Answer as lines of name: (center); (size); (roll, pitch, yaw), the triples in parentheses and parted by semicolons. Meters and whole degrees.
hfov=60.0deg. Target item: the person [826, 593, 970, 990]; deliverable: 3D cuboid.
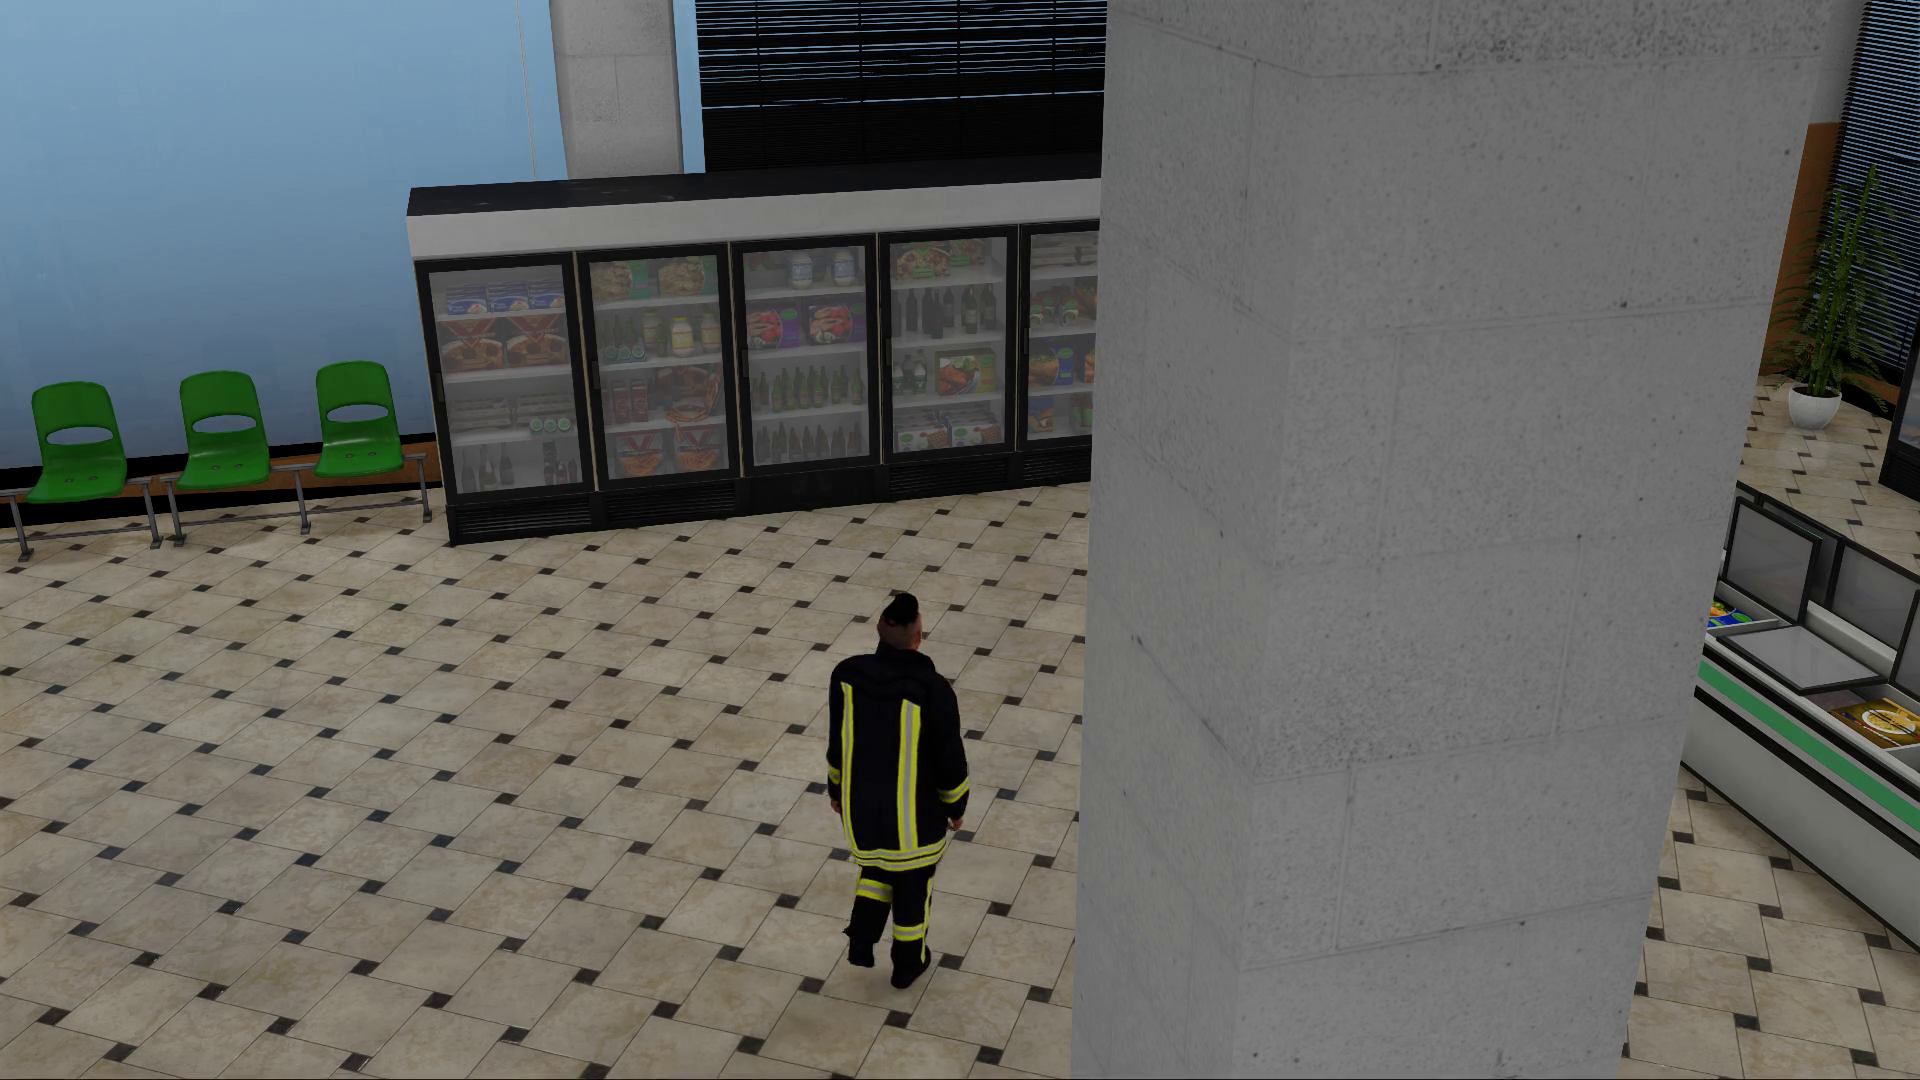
person: (-0.305, 1.078, 6.826); (0.949, 1.854, 0.998); (10, 26, 22)
